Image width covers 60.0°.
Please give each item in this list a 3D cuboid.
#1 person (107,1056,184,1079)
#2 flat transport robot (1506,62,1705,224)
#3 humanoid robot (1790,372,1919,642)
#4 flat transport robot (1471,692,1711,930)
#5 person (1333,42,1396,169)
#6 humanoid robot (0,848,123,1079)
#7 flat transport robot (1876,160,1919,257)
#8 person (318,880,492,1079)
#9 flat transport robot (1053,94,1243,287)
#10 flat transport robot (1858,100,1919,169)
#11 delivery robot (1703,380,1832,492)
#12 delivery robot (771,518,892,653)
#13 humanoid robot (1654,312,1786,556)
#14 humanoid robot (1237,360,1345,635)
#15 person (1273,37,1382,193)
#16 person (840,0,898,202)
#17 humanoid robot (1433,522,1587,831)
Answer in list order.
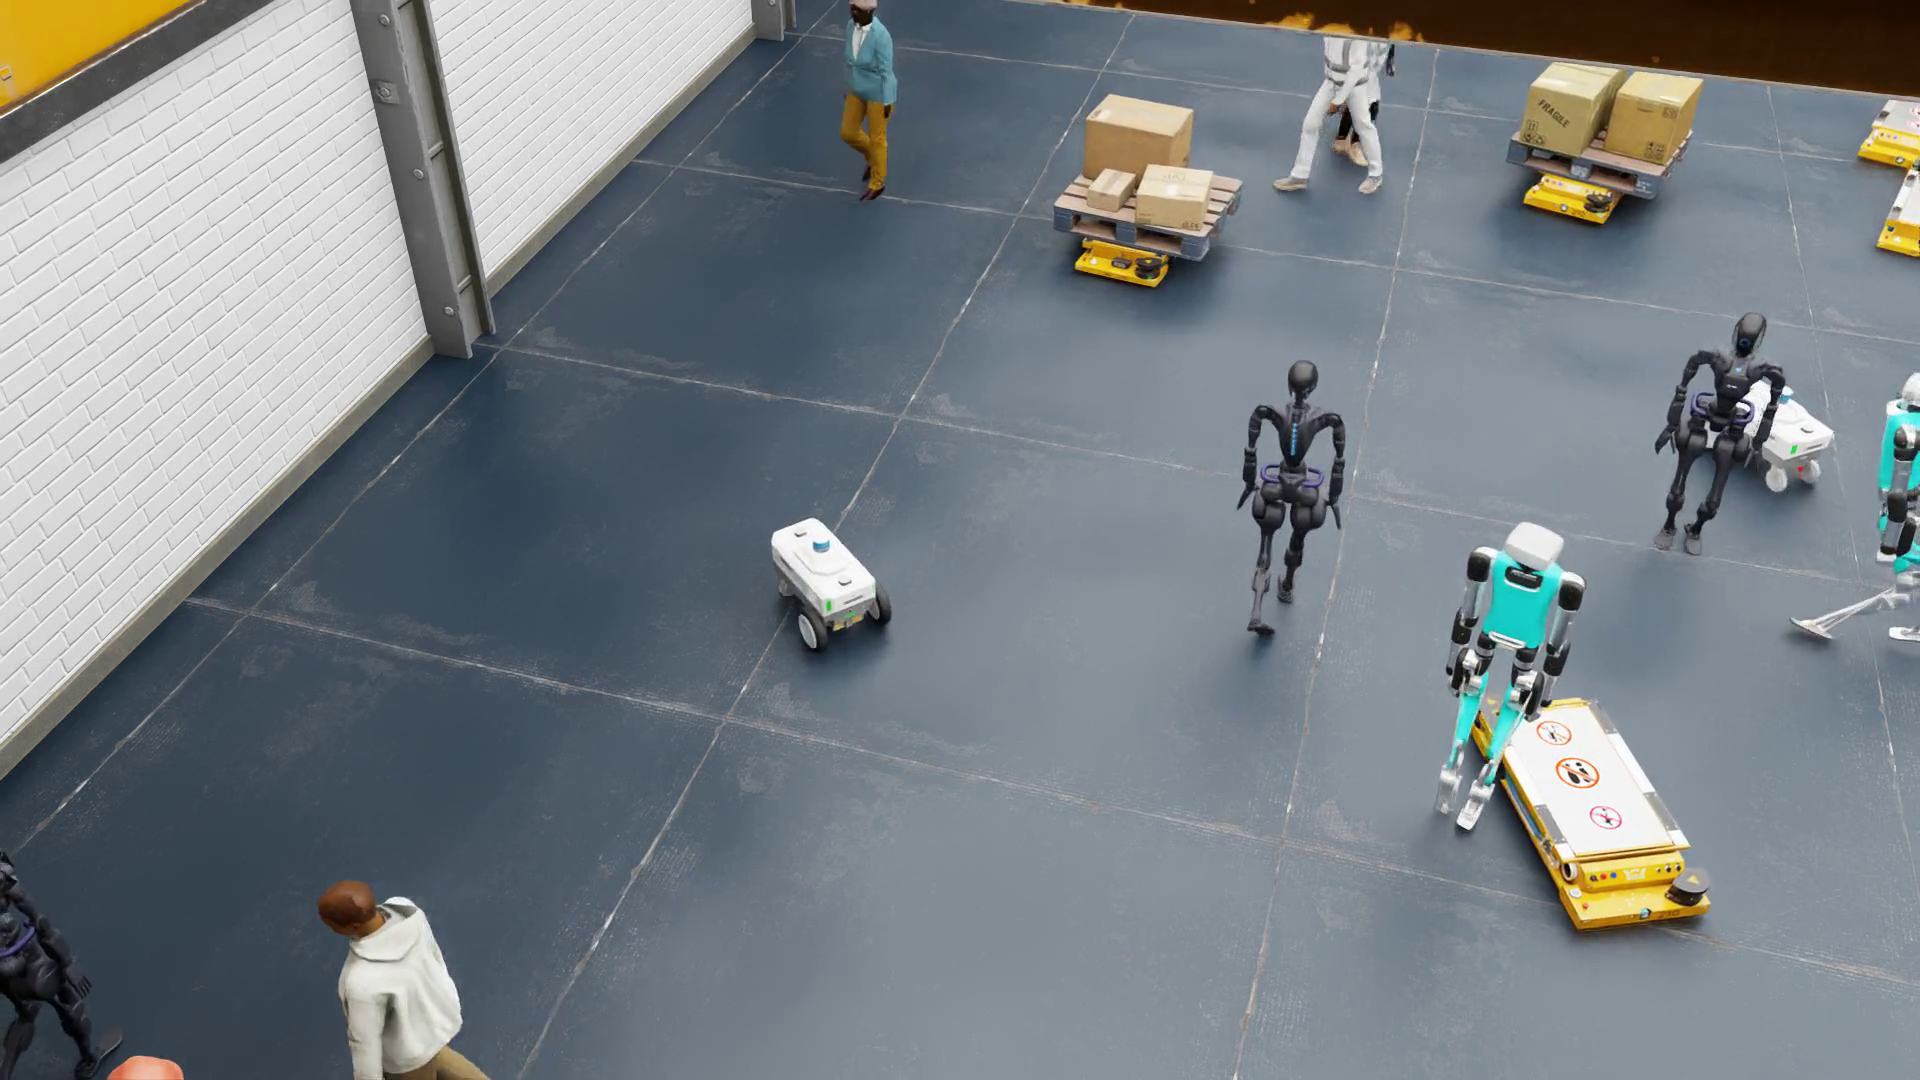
[{"bbox_3d":[-2.549,2.394,5.697,0.550,1.937,0.354,-13,40,-15],"label":"person"},{"bbox_3d":[5.250,-3.060,13.811,0.659,0.231,1.431,23,44,26],"label":"flat transport robot"},{"bbox_3d":[5.212,-0.047,8.919,0.971,1.746,0.531,17,42,20],"label":"humanoid robot"},{"bbox_3d":[3.130,1.308,8.378,0.659,0.231,1.431,-5,39,-7],"label":"flat transport robot"},{"bbox_3d":[3.386,-3.896,13.717,0.511,1.666,0.552,25,45,28],"label":"person"},{"bbox_3d":[-3.901,1.727,6.735,0.595,1.636,0.563,11,40,13],"label":"humanoid robot"},{"bbox_3d":[7.799,-2.604,13.243,0.659,0.231,1.431,22,44,25],"label":"flat transport robot"},{"bbox_3d":[-2.102,1.909,6.448,0.452,1.745,0.559,4,39,5],"label":"person"},{"bbox_3d":[1.468,-2.435,13.033,0.659,0.231,1.431,16,42,19],"label":"flat transport robot"},{"bbox_3d":[8.348,-3.587,14.466,0.659,0.231,1.431,24,45,27],"label":"flat transport robot"},{"bbox_3d":[5.182,-0.723,10.685,0.499,0.606,0.796,-14,41,-17],"label":"delivery robot"},{"bbox_3d":[-0.761,0.241,9.490,0.500,0.612,0.784,-22,44,-25],"label":"delivery robot"},{"bbox_3d":[4.394,-0.617,9.658,0.596,1.654,0.365,15,41,18],"label":"humanoid robot"},{"bbox_3d":[1.822,-0.205,9.167,0.587,1.628,0.670,10,40,12],"label":"humanoid robot"},{"bbox_3d":[3.101,-3.651,13.320,0.910,1.818,0.601,-16,41,-19],"label":"person"},{"bbox_3d":[-0.727,-3.538,13.236,0.536,1.740,0.386,27,46,30],"label":"person"},{"bbox_3d":[2.488,0.798,7.875,0.546,1.835,0.669,20,43,23],"label":"humanoid robot"}]
